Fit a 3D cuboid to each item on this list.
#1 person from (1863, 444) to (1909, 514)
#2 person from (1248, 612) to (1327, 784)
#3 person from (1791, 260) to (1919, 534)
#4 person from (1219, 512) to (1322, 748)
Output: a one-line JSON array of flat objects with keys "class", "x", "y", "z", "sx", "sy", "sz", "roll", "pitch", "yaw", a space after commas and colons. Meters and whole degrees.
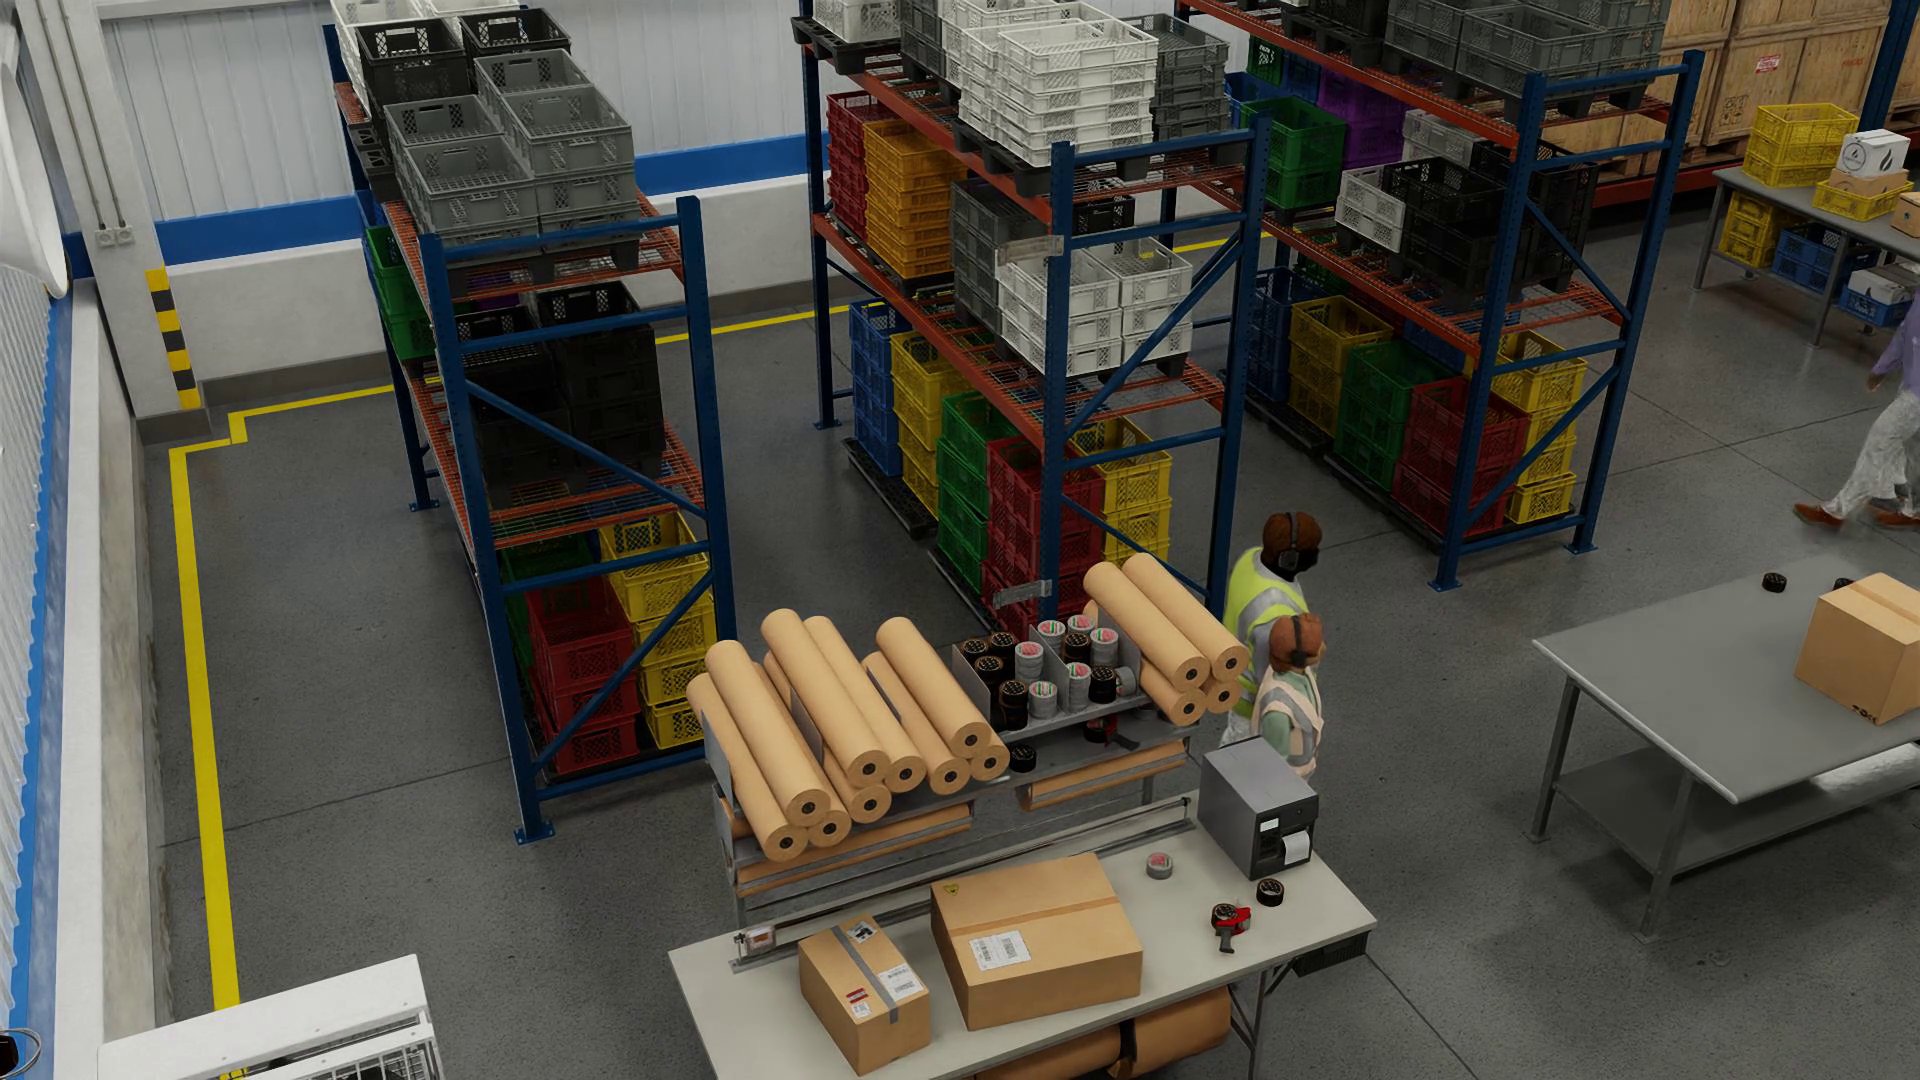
[{"class": "person", "x": 5.931, "y": -1.031, "z": 10.107, "sx": 0.361, "sy": 1.878, "sz": 0.579, "roll": 20, "pitch": 37, "yaw": 30}, {"class": "person", "x": 1.341, "y": 1.007, "z": 7.006, "sx": 0.306, "sy": 1.645, "sz": 0.521, "roll": 8, "pitch": 33, "yaw": 13}, {"class": "person", "x": 5.557, "y": -0.897, "z": 9.854, "sx": 0.906, "sy": 1.900, "sz": 0.669, "roll": 10, "pitch": 33, "yaw": 15}, {"class": "person", "x": 1.352, "y": 0.677, "z": 7.370, "sx": 0.430, "sy": 1.836, "sz": 0.629, "roll": 0, "pitch": 32, "yaw": 0}]
